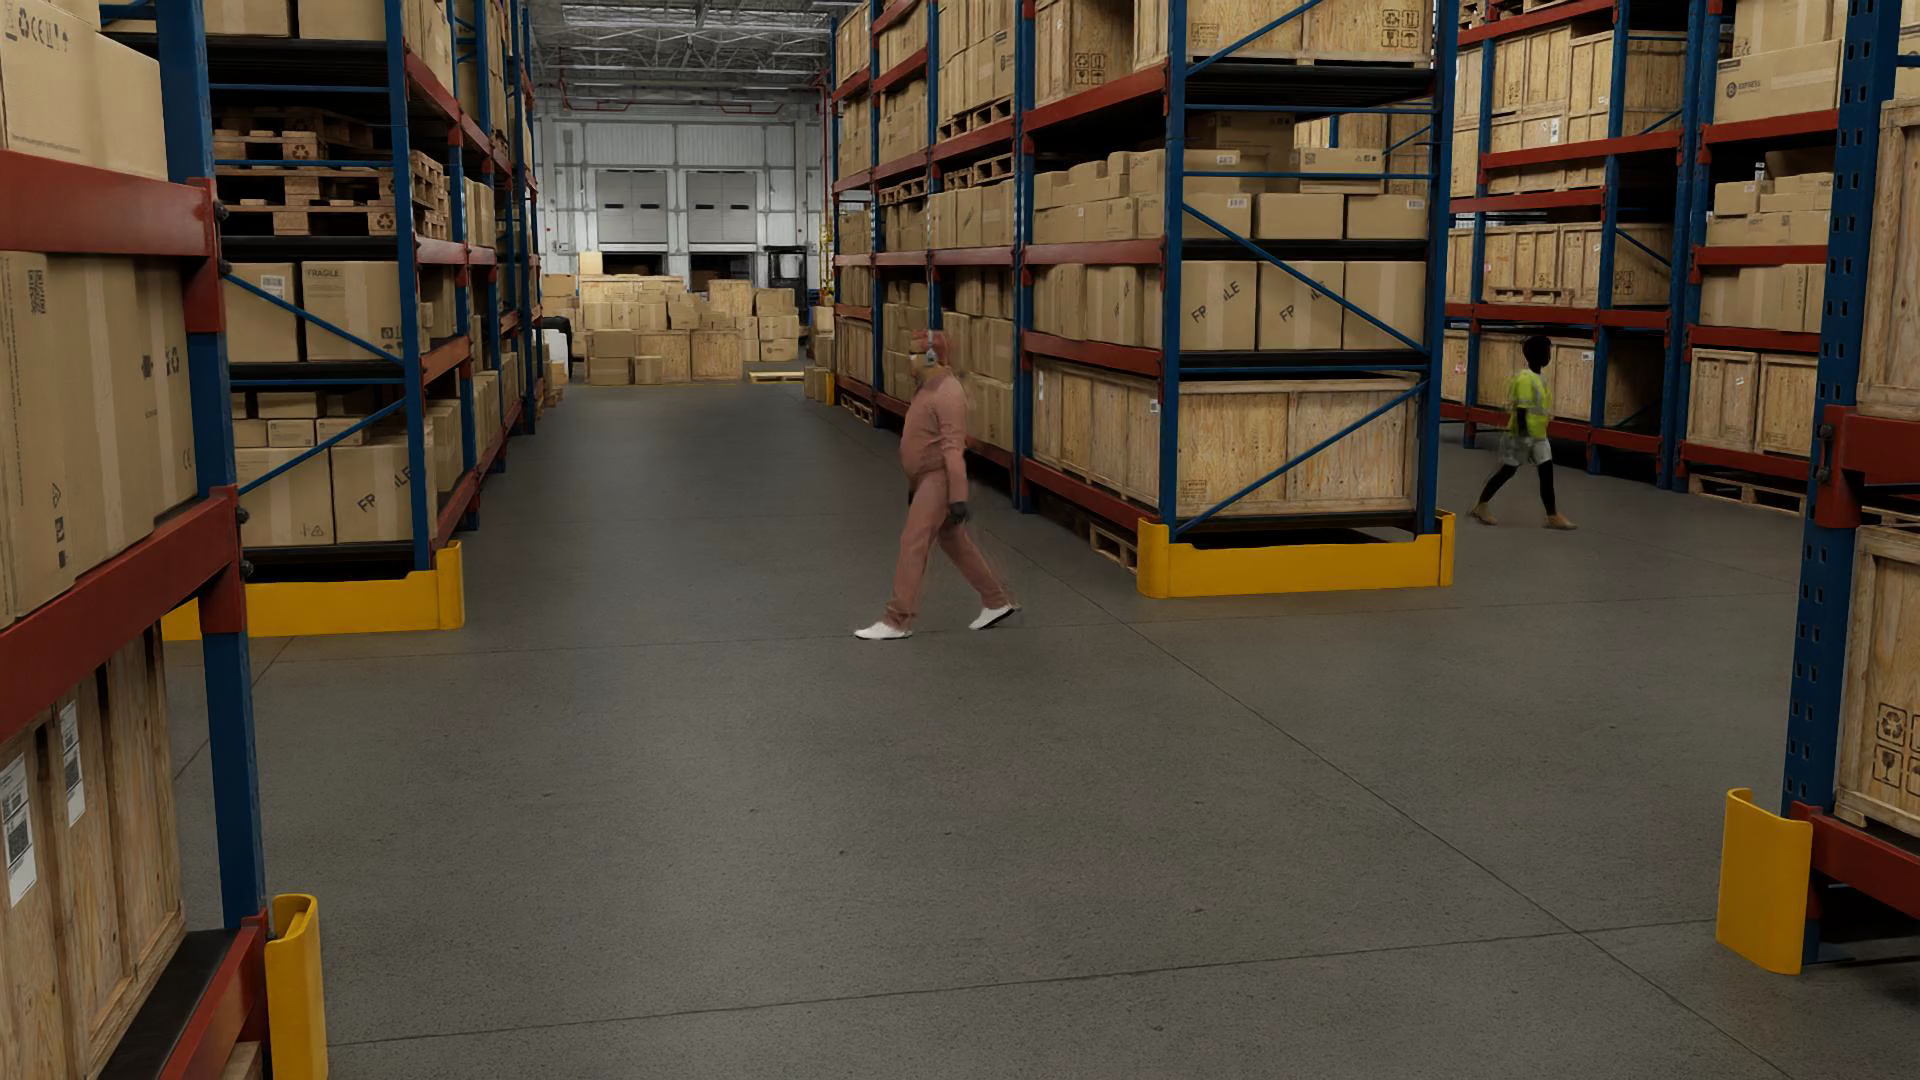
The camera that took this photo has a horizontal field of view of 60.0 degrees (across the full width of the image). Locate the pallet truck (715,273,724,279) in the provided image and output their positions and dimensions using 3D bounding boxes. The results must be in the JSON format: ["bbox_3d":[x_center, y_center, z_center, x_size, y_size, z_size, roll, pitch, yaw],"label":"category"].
[{"bbox_3d":[-8.580,-8.986,62.280,1.885,1.965,0.823,1,9,5],"label":"pallet truck"}]

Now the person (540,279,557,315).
[{"bbox_3d":[-12.620,-7.127,51.273,0.470,1.896,0.765,6,11,32],"label":"person"}]

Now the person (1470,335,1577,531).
[{"bbox_3d":[4.795,-0.919,14.145,0.874,1.657,0.541,8,12,41],"label":"person"}]

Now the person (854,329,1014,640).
[{"bbox_3d":[-0.120,-0.337,9.994,0.994,1.864,0.664,-2,10,-11],"label":"person"}]

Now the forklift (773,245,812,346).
[{"bbox_3d":[-4.787,-6.907,46.924,1.129,2.768,1.873,1,9,5],"label":"forklift"}]
